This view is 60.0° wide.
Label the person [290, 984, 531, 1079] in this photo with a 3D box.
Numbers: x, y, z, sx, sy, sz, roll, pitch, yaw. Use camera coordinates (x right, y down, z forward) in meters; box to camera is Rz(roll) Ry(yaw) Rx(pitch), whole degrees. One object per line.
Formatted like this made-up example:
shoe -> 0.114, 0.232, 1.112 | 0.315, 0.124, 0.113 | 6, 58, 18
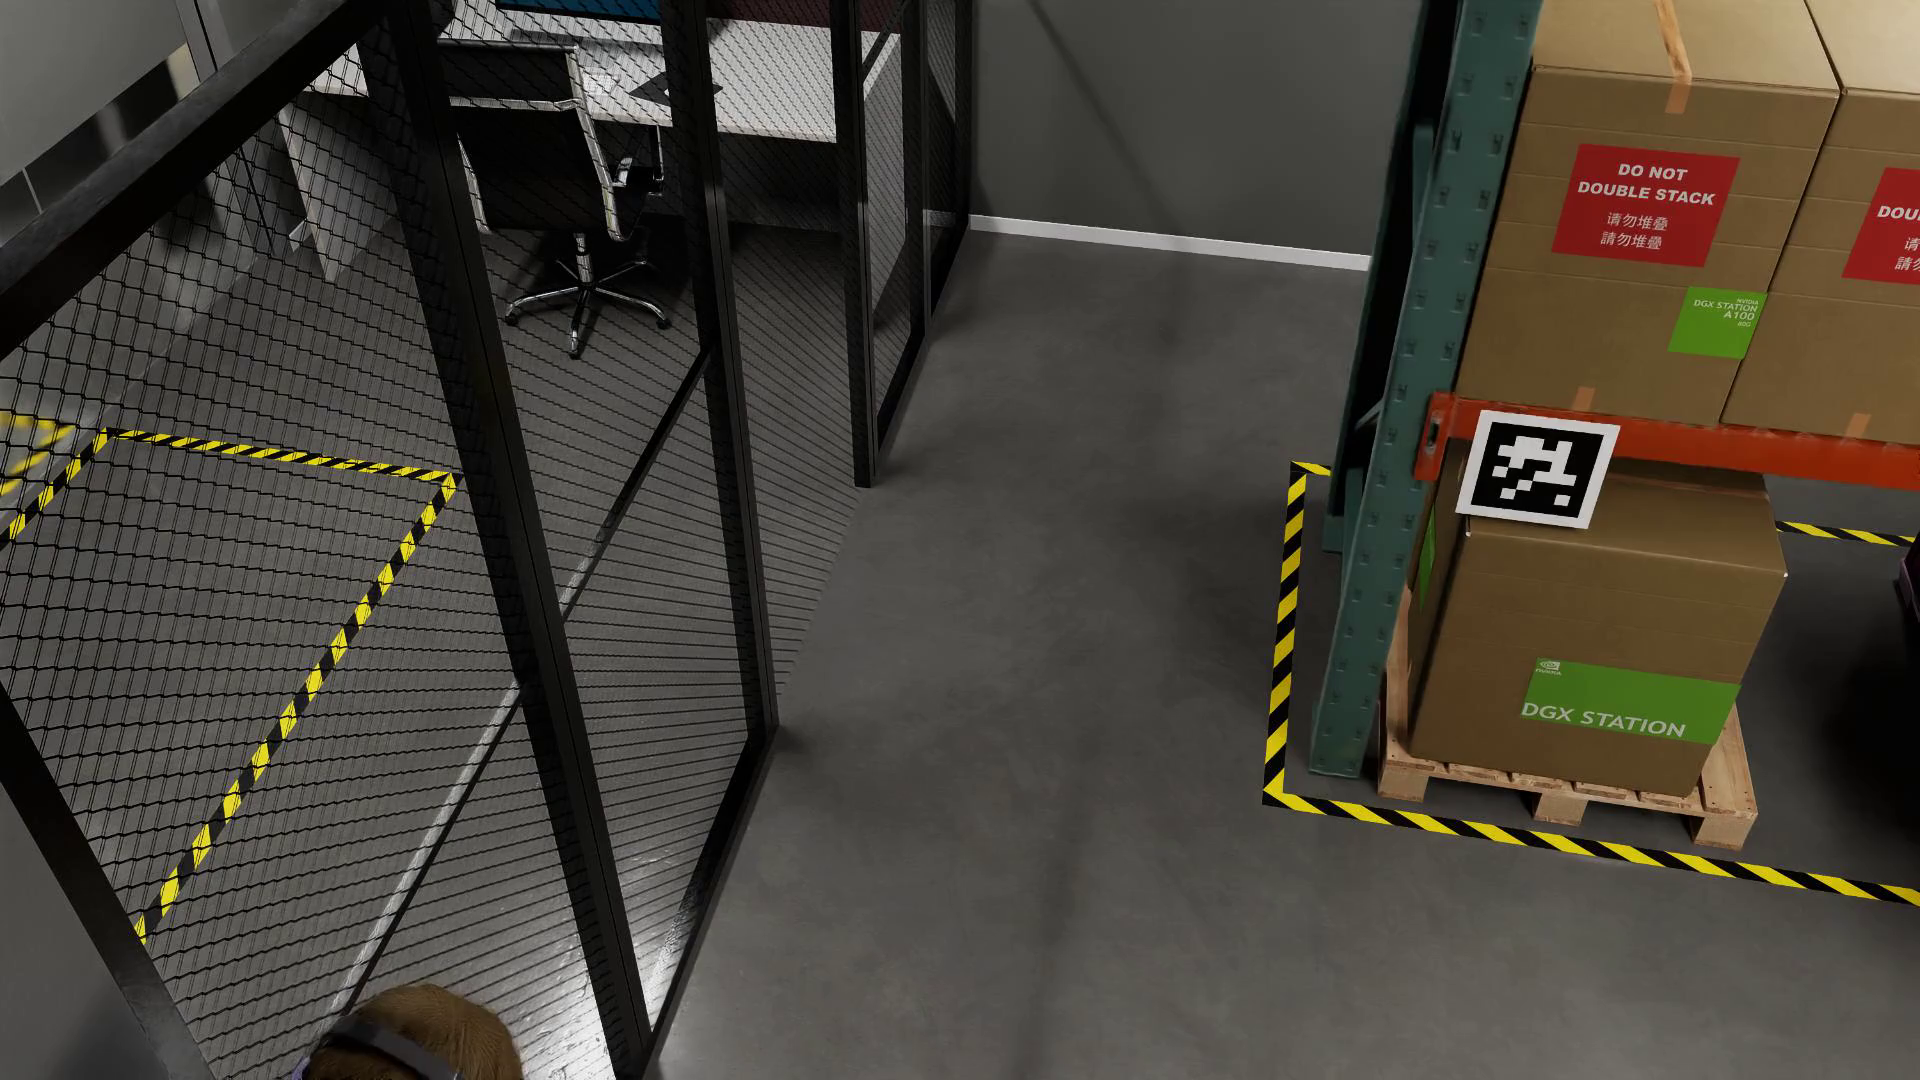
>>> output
person -> -0.510, 1.159, 2.165 | 0.629, 1.938, 0.377 | 20, 45, 22
